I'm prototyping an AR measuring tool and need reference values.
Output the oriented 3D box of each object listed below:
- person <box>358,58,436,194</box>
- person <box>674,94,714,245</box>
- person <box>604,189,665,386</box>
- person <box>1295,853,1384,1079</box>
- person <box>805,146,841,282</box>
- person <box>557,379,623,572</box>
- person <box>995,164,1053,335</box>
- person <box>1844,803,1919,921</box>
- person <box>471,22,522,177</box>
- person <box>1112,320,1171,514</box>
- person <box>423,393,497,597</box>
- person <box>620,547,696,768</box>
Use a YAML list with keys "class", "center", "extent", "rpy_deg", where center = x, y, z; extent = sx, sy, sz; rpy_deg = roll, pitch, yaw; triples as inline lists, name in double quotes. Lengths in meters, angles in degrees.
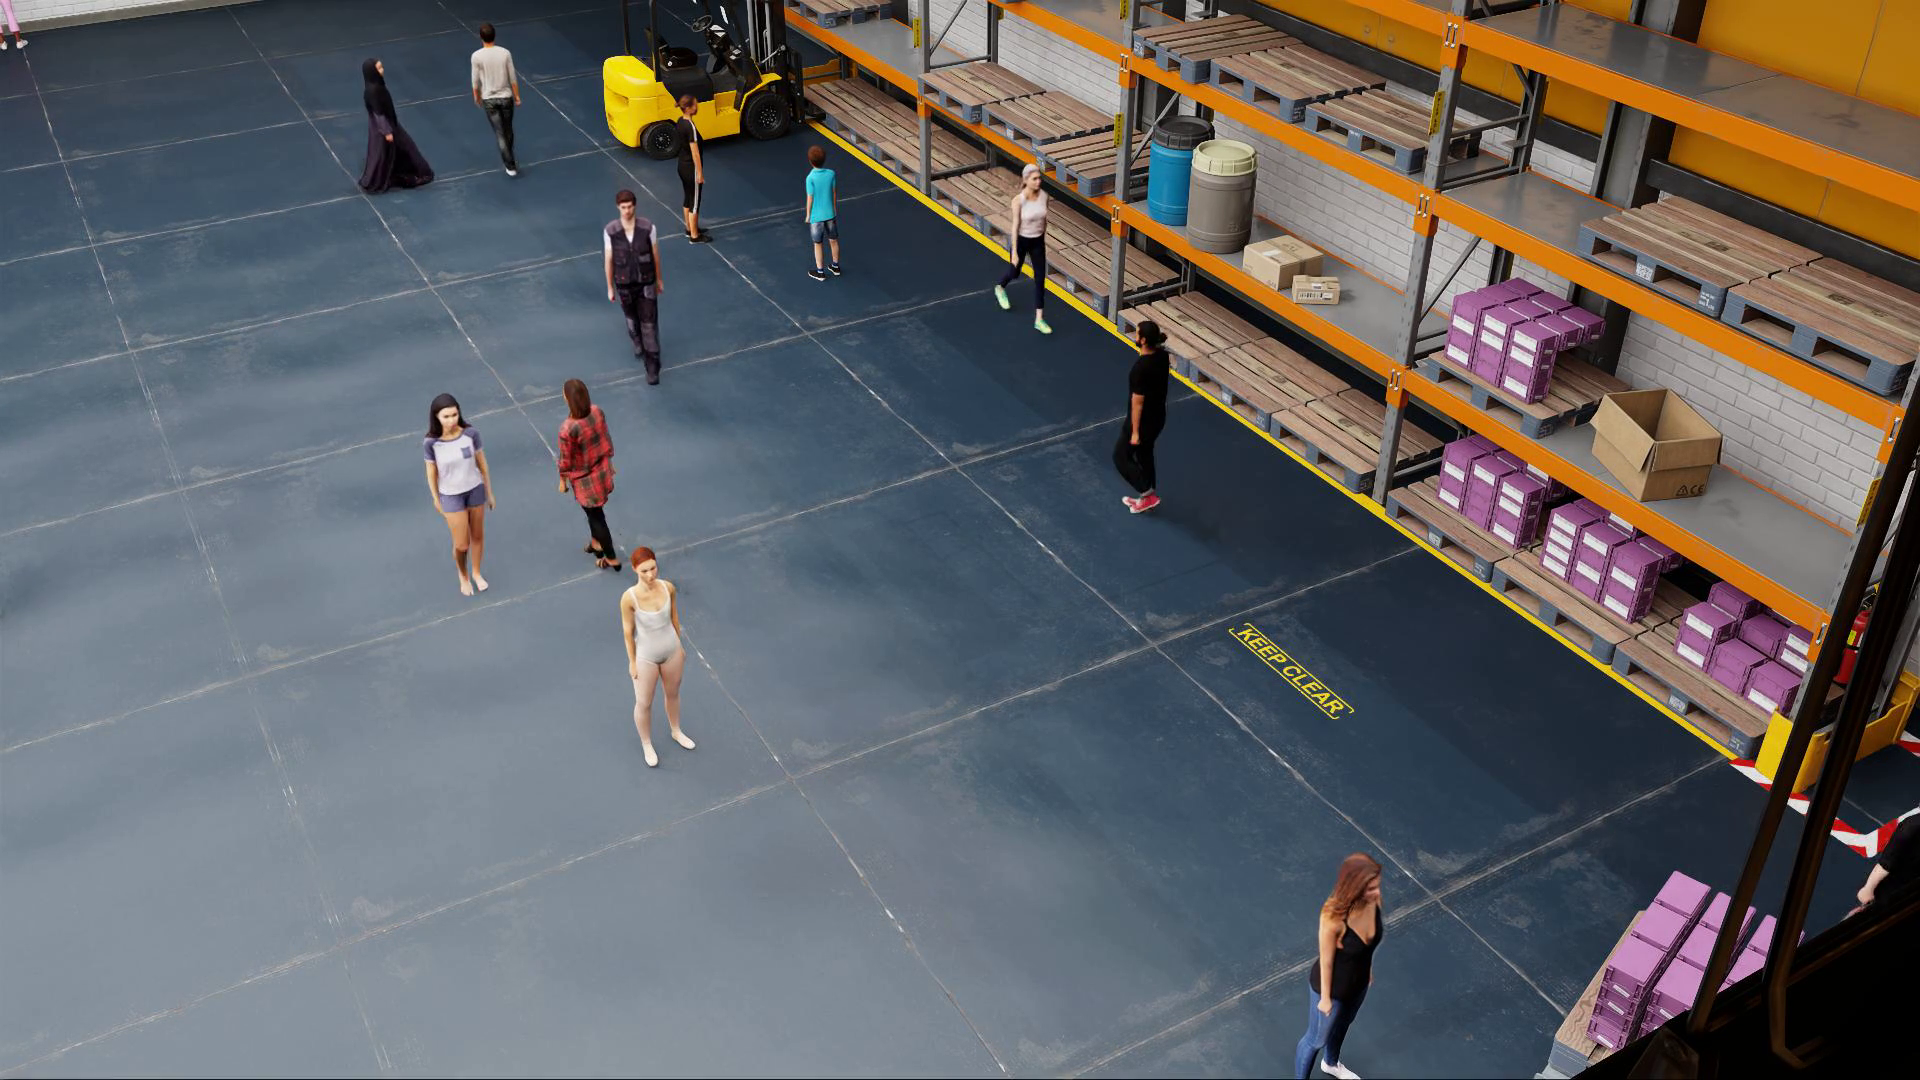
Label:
- class: "person"
  center: [-6.857, -4.859, 19.542]
  extent: [1.042, 1.611, 1.141]
  rpy_deg: [0, 34, 0]
- class: "person"
  center: [-2.982, -4.103, 18.352]
  extent: [0.648, 1.669, 0.472]
  rpy_deg: [-15, 37, -22]
- class: "person"
  center: [-3.078, -2.461, 15.758]
  extent: [0.968, 1.807, 1.280]
  rpy_deg: [-5, 34, -8]
- class: "person"
  center: [1.986, 2.290, 8.684]
  extent: [0.628, 1.724, 0.583]
  rpy_deg: [-25, 41, -33]
- class: "person"
  center: [-1.458, -3.474, 17.604]
  extent: [0.546, 1.448, 0.504]
  rpy_deg: [-23, 40, -31]
- class: "person"
  center: [-2.795, -0.460, 12.854]
  extent: [0.836, 1.688, 0.782]
  rpy_deg: [18, 37, 24]
- class: "person"
  center: [0.619, -2.963, 16.637]
  extent: [0.619, 1.668, 1.158]
  rpy_deg: [-18, 38, -25]
- class: "person"
  center: [5.194, 1.901, 9.321]
  extent: [0.750, 1.666, 0.938]
  rpy_deg: [-15, 36, -21]
- class: "person"
  center: [-5.545, -5.259, 19.994]
  extent: [0.772, 1.776, 1.144]
  rpy_deg: [-13, 36, -18]
- class: "person"
  center: [1.568, -0.947, 13.535]
  extent: [0.732, 1.746, 0.735]
  rpy_deg: [19, 38, 27]
- class: "person"
  center: [-3.827, -0.381, 12.705]
  extent: [0.595, 1.721, 0.592]
  rpy_deg: [-20, 39, -28]
- class: "person"
  center: [-2.032, 0.751, 11.072]
  extent: [0.570, 1.644, 0.508]
  rpy_deg: [-22, 40, -30]
